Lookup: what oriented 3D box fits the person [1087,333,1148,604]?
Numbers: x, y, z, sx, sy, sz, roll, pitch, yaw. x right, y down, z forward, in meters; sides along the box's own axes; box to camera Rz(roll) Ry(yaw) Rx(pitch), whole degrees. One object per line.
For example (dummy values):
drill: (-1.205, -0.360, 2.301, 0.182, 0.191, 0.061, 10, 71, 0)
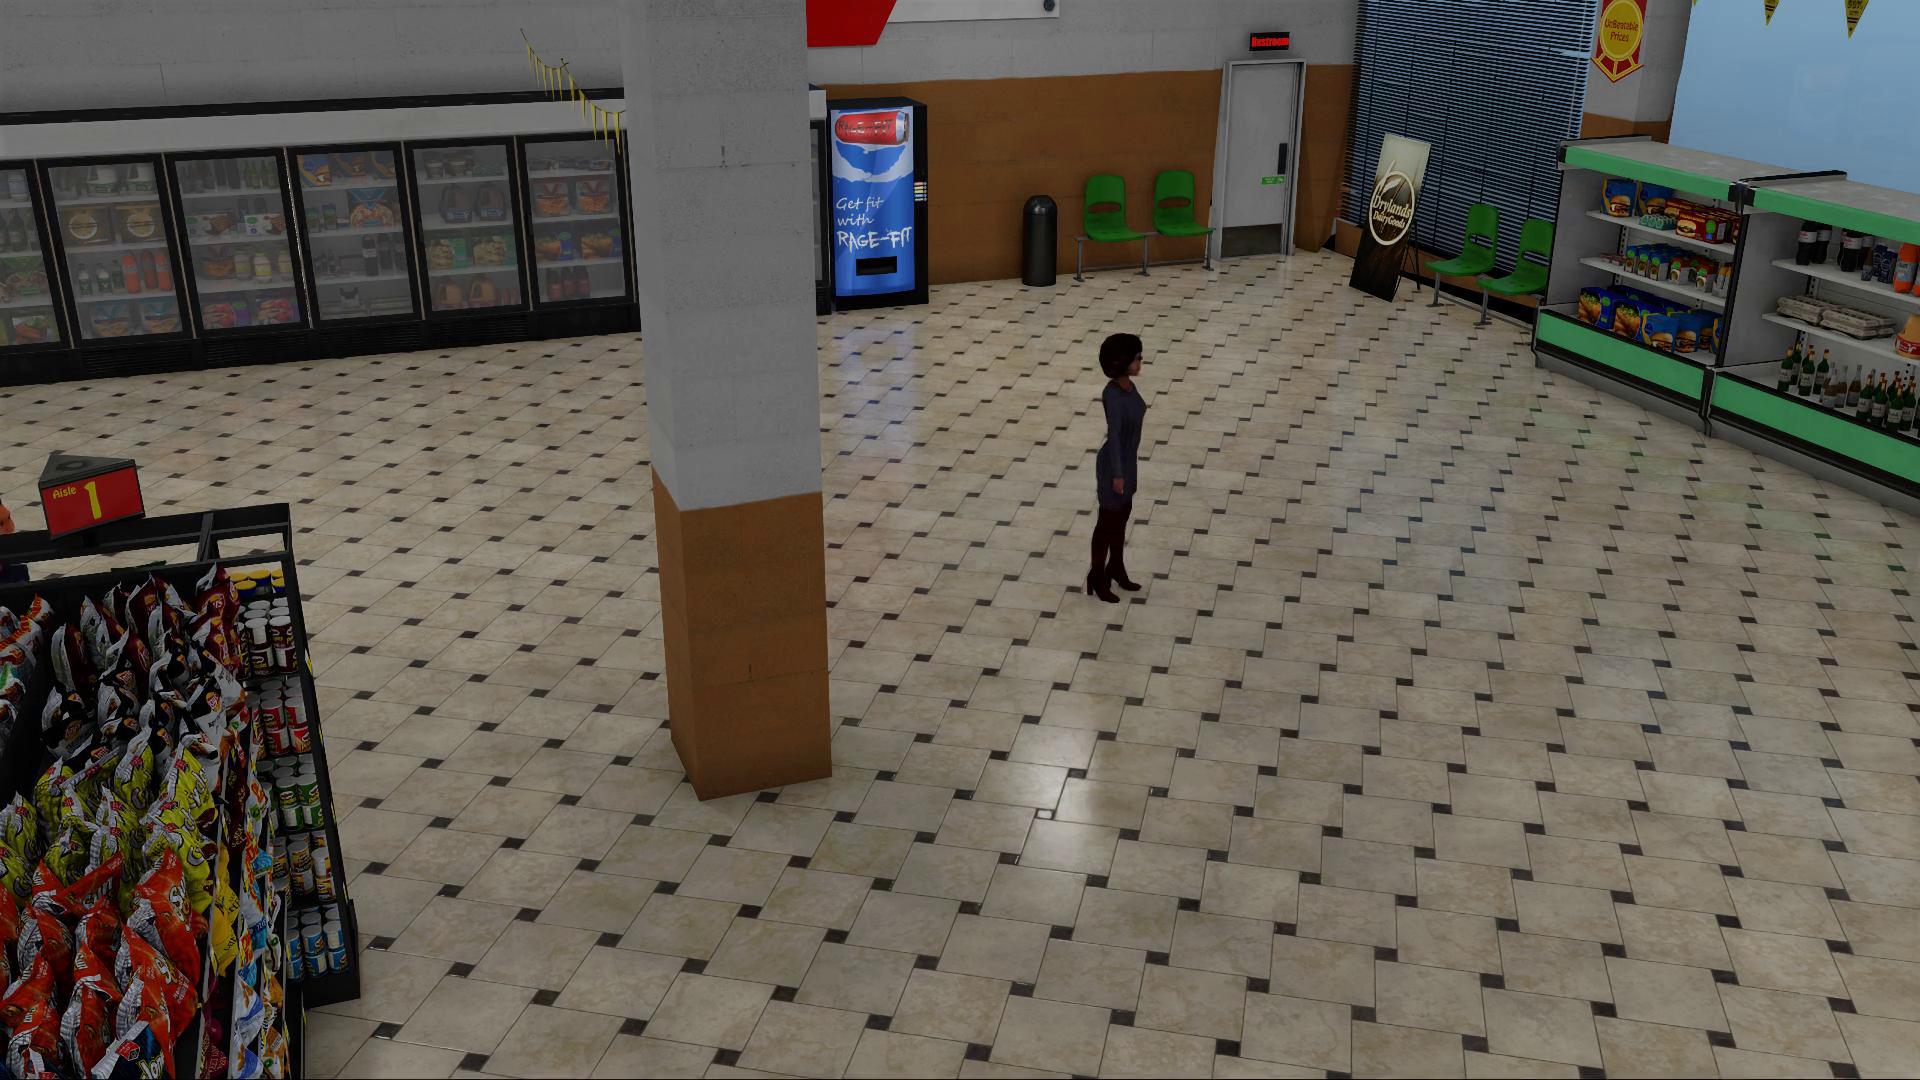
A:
person: (0.968, -0.457, 10.433, 0.720, 1.711, 0.648, 8, 23, 19)
